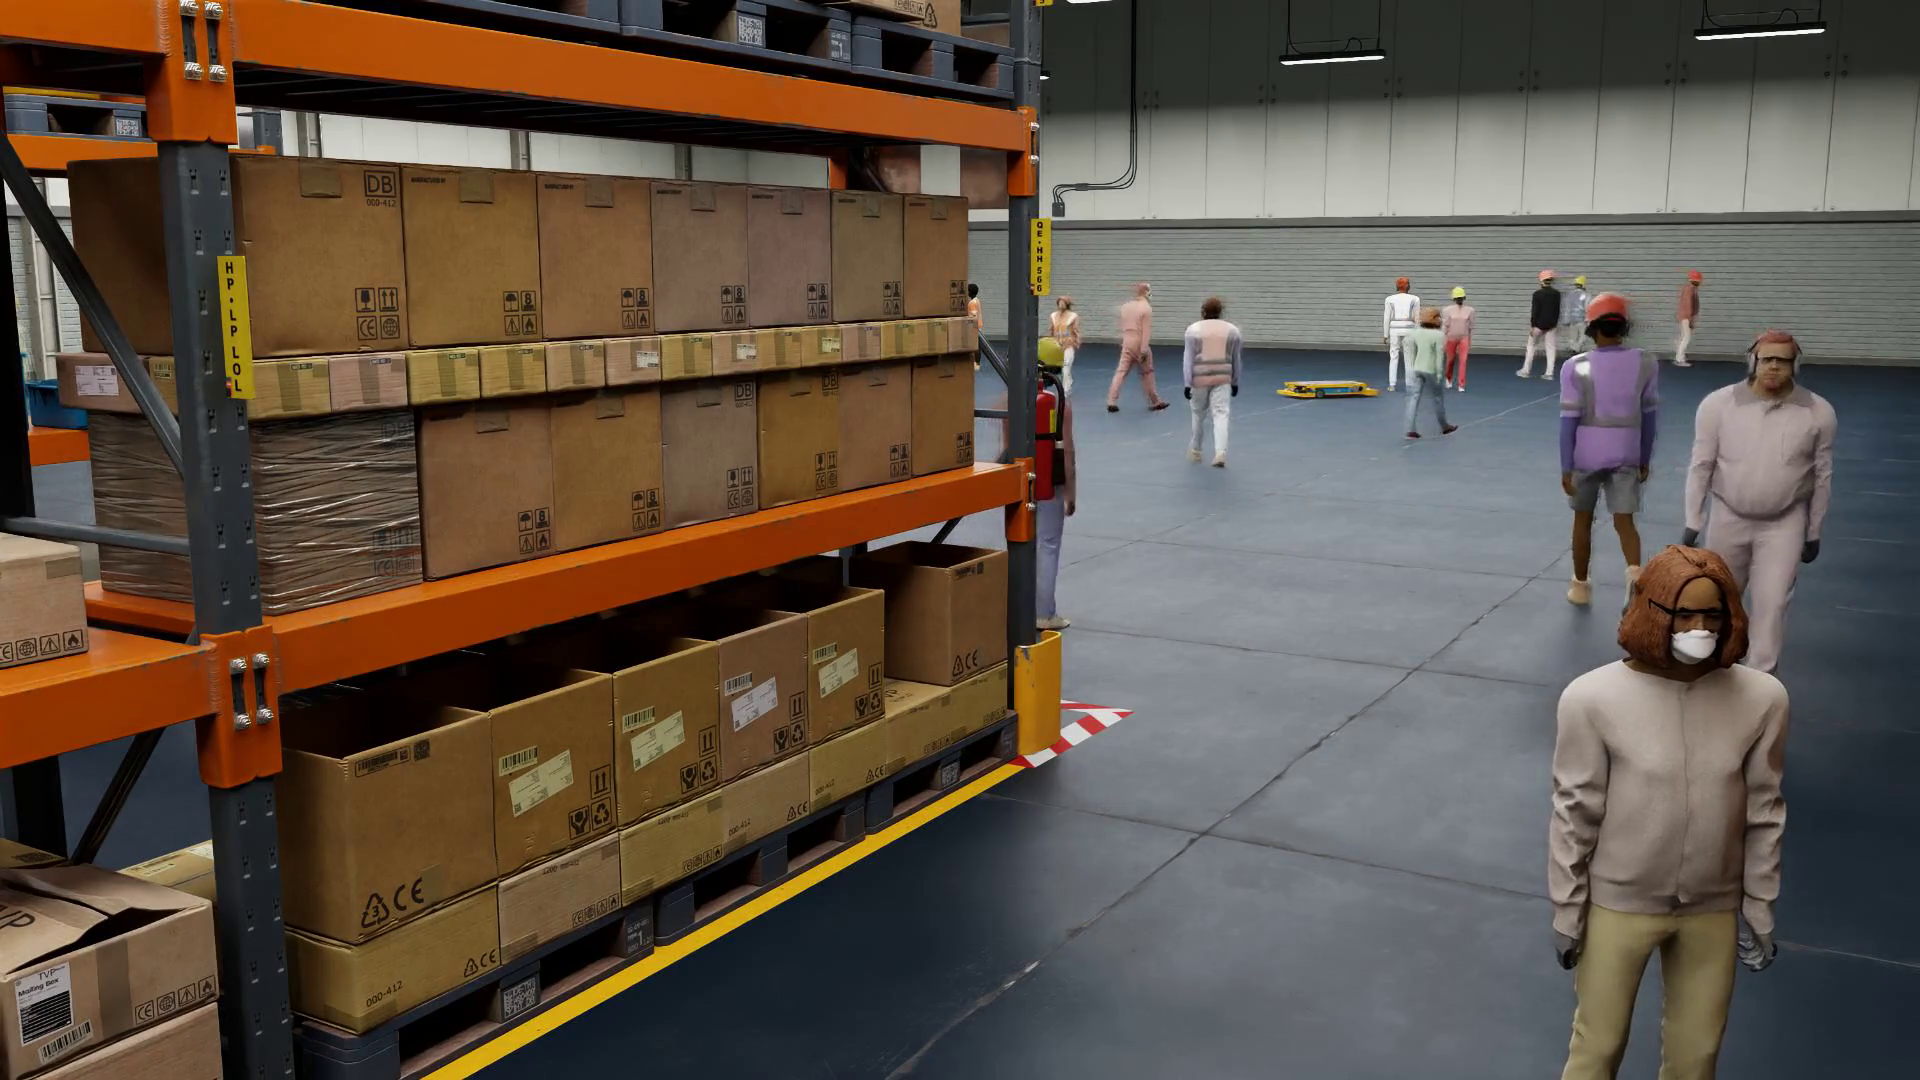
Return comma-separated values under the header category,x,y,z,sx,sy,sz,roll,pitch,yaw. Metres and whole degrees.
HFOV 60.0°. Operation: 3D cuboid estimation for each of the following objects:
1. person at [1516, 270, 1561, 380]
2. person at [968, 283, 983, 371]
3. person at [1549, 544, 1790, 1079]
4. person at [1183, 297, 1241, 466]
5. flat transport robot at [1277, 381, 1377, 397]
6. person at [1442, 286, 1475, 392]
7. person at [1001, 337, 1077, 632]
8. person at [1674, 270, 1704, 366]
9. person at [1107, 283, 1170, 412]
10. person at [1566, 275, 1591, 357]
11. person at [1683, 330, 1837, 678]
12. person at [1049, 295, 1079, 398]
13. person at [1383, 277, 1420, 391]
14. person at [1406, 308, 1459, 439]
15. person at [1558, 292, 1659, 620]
category,x,y,z,sx,sy,sz,roll,pitch,yaw
person,10.504,-3.897,30.174,0.658,1.965,0.841,-3,10,-19
person,0.275,-4.115,32.232,0.322,1.698,0.533,1,10,8
person,1.528,0.808,3.631,0.493,1.624,0.280,0,10,-1
person,2.696,-1.694,17.794,0.644,1.795,0.973,-1,10,-3
flat transport robot,5.823,-2.401,26.371,1.431,0.197,0.652,-3,10,-19
person,8.248,-3.337,27.563,0.533,1.735,0.717,2,10,10
person,0.439,-0.310,9.767,0.547,1.752,0.484,9,13,41
person,14.763,-4.482,33.663,0.509,1.945,0.712,5,11,28
person,2.532,-2.750,23.861,1.051,1.846,0.663,-7,12,-34
person,12.959,-4.619,34.811,0.414,1.822,0.614,-6,11,-30
person,3.946,-0.105,8.244,0.647,1.883,0.858,5,11,27
person,1.657,-3.037,26.138,0.533,1.617,0.590,6,11,31
person,7.302,-3.401,27.515,0.575,1.883,0.362,3,10,15
person,5.781,-2.041,20.372,0.825,1.585,0.523,-7,12,-35
person,4.001,-0.514,10.248,0.627,2.020,0.897,1,10,4
